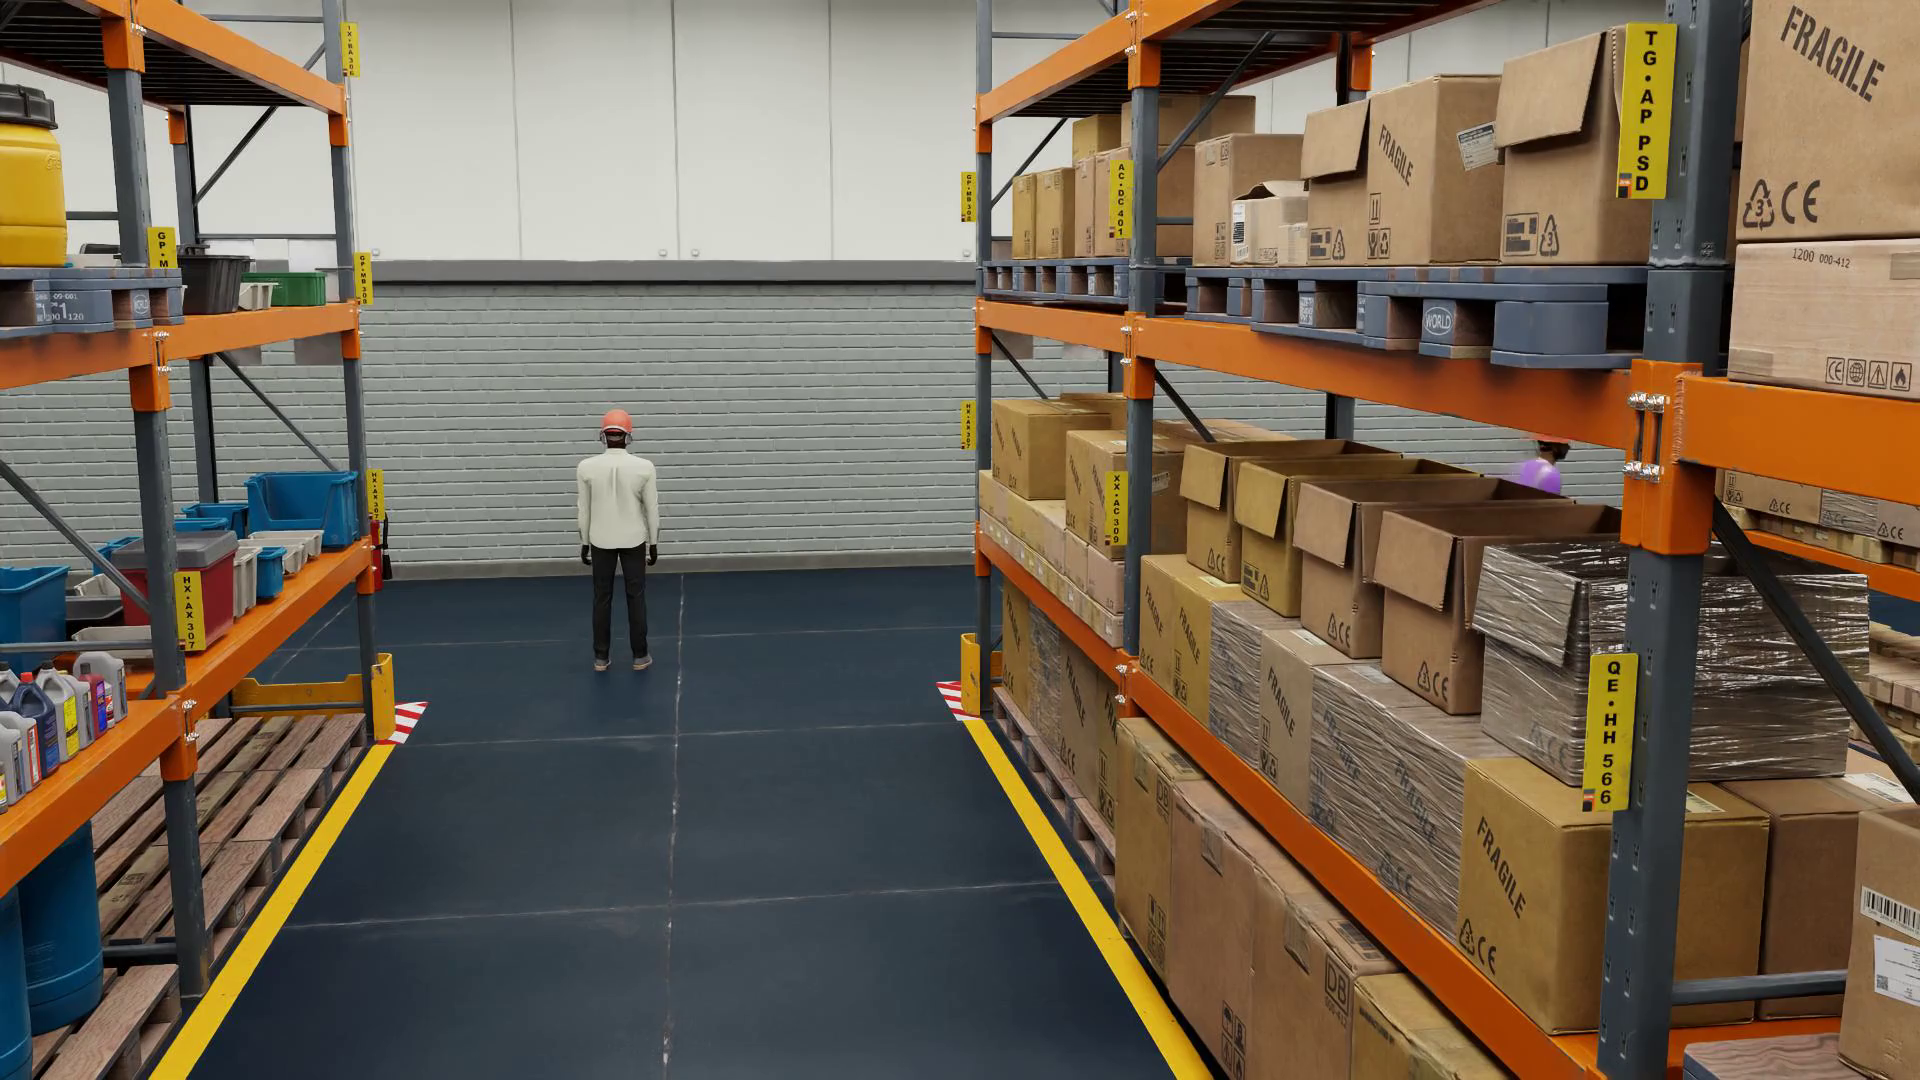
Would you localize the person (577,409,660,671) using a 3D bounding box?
[{"bbox_3d":[-2.586,0.004,12.645,0.612,1.988,0.401,-1,9,-7],"label":"person"}]

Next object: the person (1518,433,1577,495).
[{"bbox_3d":[4.425,-0.009,13.024,0.904,1.902,0.554,0,9,-1],"label":"person"}]
